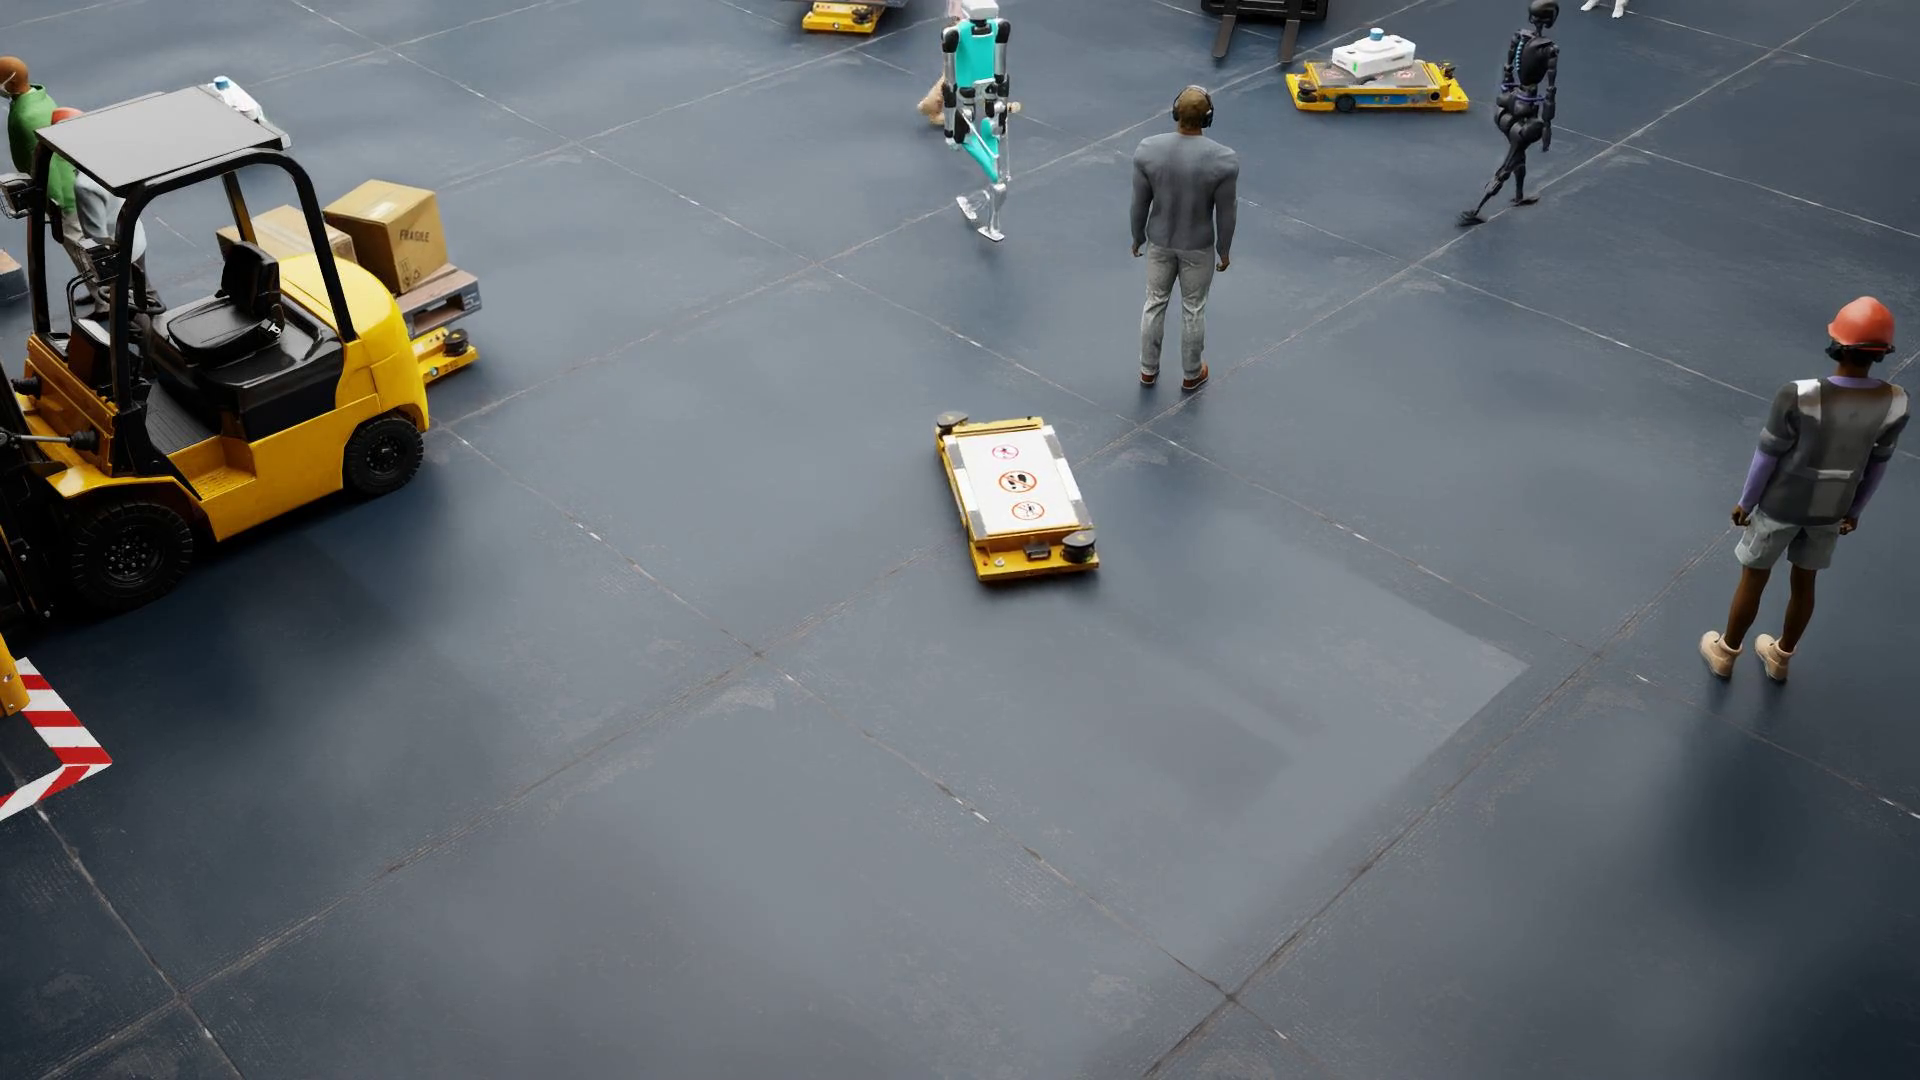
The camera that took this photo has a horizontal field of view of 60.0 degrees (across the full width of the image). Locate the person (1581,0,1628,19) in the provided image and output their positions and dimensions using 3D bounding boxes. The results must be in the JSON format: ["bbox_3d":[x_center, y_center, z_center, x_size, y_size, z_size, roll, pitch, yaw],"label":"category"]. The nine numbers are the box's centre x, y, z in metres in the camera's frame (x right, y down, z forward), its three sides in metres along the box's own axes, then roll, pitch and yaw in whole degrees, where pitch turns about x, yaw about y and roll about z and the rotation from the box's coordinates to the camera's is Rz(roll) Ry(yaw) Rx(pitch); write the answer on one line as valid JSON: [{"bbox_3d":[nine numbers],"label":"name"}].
[{"bbox_3d":[6.190,-5.727,15.525,0.517,1.632,0.314,25,44,30],"label":"person"}]

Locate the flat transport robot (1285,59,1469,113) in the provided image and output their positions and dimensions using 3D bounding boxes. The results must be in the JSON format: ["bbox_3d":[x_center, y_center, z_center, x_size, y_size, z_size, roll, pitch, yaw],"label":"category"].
[{"bbox_3d":[3.548,-3.869,14.176,1.431,0.231,0.659,0,37,0],"label":"flat transport robot"}]

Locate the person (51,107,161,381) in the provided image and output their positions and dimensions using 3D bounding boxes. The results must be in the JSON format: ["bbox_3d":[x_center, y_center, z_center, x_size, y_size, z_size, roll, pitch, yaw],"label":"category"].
[{"bbox_3d":[-5.183,-1.806,10.186,0.347,1.739,0.571,-3,37,-4],"label":"person"}]

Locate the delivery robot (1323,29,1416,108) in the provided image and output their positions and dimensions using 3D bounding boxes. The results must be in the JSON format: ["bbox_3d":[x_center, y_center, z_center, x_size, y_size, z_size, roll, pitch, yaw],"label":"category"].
[{"bbox_3d":[3.485,-4.051,14.180,0.766,0.594,0.525,-19,41,-23],"label":"delivery robot"}]

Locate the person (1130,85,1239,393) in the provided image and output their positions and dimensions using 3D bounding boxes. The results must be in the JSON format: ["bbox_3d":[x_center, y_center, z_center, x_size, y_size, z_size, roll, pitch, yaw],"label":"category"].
[{"bbox_3d":[1.326,-1.783,9.991,0.634,1.937,0.353,11,38,14],"label":"person"}]

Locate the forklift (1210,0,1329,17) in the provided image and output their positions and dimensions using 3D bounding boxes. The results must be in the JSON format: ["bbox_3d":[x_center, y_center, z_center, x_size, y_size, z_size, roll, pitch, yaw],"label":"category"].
[{"bbox_3d":[3.106,-6.400,15.960,1.214,2.155,2.313,8,37,10],"label":"forklift"}]

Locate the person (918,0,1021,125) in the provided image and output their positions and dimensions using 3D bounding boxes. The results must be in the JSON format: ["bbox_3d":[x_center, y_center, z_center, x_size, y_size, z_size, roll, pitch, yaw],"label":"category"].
[{"bbox_3d":[0.070,-4.222,13.411,0.870,1.749,0.530,-8,37,-10],"label":"person"}]

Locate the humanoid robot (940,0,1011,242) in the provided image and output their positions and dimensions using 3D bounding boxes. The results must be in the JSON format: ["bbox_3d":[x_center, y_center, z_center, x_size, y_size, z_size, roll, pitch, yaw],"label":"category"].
[{"bbox_3d":[0.193,-2.868,11.591,0.555,1.750,0.939,-21,42,-26],"label":"humanoid robot"}]

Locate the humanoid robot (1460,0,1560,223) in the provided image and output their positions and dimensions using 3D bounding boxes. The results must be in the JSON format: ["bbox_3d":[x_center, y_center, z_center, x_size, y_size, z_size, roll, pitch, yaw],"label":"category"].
[{"bbox_3d":[4.035,-3.098,12.017,0.792,1.635,0.596,-13,39,-17],"label":"humanoid robot"}]

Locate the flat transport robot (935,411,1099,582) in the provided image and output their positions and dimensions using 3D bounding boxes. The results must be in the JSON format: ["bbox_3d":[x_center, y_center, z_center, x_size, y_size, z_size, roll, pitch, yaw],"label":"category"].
[{"bbox_3d":[0.298,-0.286,9.380,0.659,0.231,1.431,-6,37,-8],"label":"flat transport robot"}]

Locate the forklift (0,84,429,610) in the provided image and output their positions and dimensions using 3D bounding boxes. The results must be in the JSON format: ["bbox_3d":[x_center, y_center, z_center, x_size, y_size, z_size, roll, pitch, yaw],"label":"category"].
[{"bbox_3d":[-4.145,-1.093,8.856,2.313,2.155,1.214,-31,47,-34],"label":"forklift"}]

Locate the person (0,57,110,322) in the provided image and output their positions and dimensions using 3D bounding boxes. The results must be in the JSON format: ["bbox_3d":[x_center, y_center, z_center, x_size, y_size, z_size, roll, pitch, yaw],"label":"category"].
[{"bbox_3d":[-5.842,-2.260,10.769,0.389,1.778,0.534,-14,39,-17],"label":"person"}]

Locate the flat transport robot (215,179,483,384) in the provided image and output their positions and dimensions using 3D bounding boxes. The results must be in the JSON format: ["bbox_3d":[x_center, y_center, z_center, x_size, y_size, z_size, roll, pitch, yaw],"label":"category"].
[{"bbox_3d":[-3.854,-1.347,10.800,1.431,0.231,0.659,27,44,31],"label":"flat transport robot"}]

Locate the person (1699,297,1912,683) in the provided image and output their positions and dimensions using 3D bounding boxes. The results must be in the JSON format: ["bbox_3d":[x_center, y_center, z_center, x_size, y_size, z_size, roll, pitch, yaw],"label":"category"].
[{"bbox_3d":[3.951,-0.200,7.800,0.598,2.036,0.408,0,37,1],"label":"person"}]

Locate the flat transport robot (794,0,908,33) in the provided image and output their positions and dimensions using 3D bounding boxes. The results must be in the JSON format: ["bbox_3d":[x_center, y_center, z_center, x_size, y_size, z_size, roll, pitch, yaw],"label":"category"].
[{"bbox_3d":[-1.018,-5.215,15.977,0.659,0.231,1.431,7,37,9],"label":"flat transport robot"}]

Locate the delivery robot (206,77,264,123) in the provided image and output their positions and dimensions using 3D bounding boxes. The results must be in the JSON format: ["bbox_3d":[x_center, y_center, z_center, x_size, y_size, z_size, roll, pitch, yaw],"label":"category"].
[{"bbox_3d":[-5.853,-3.414,13.328,0.499,0.594,0.782,-25,43,-29],"label":"delivery robot"}]
